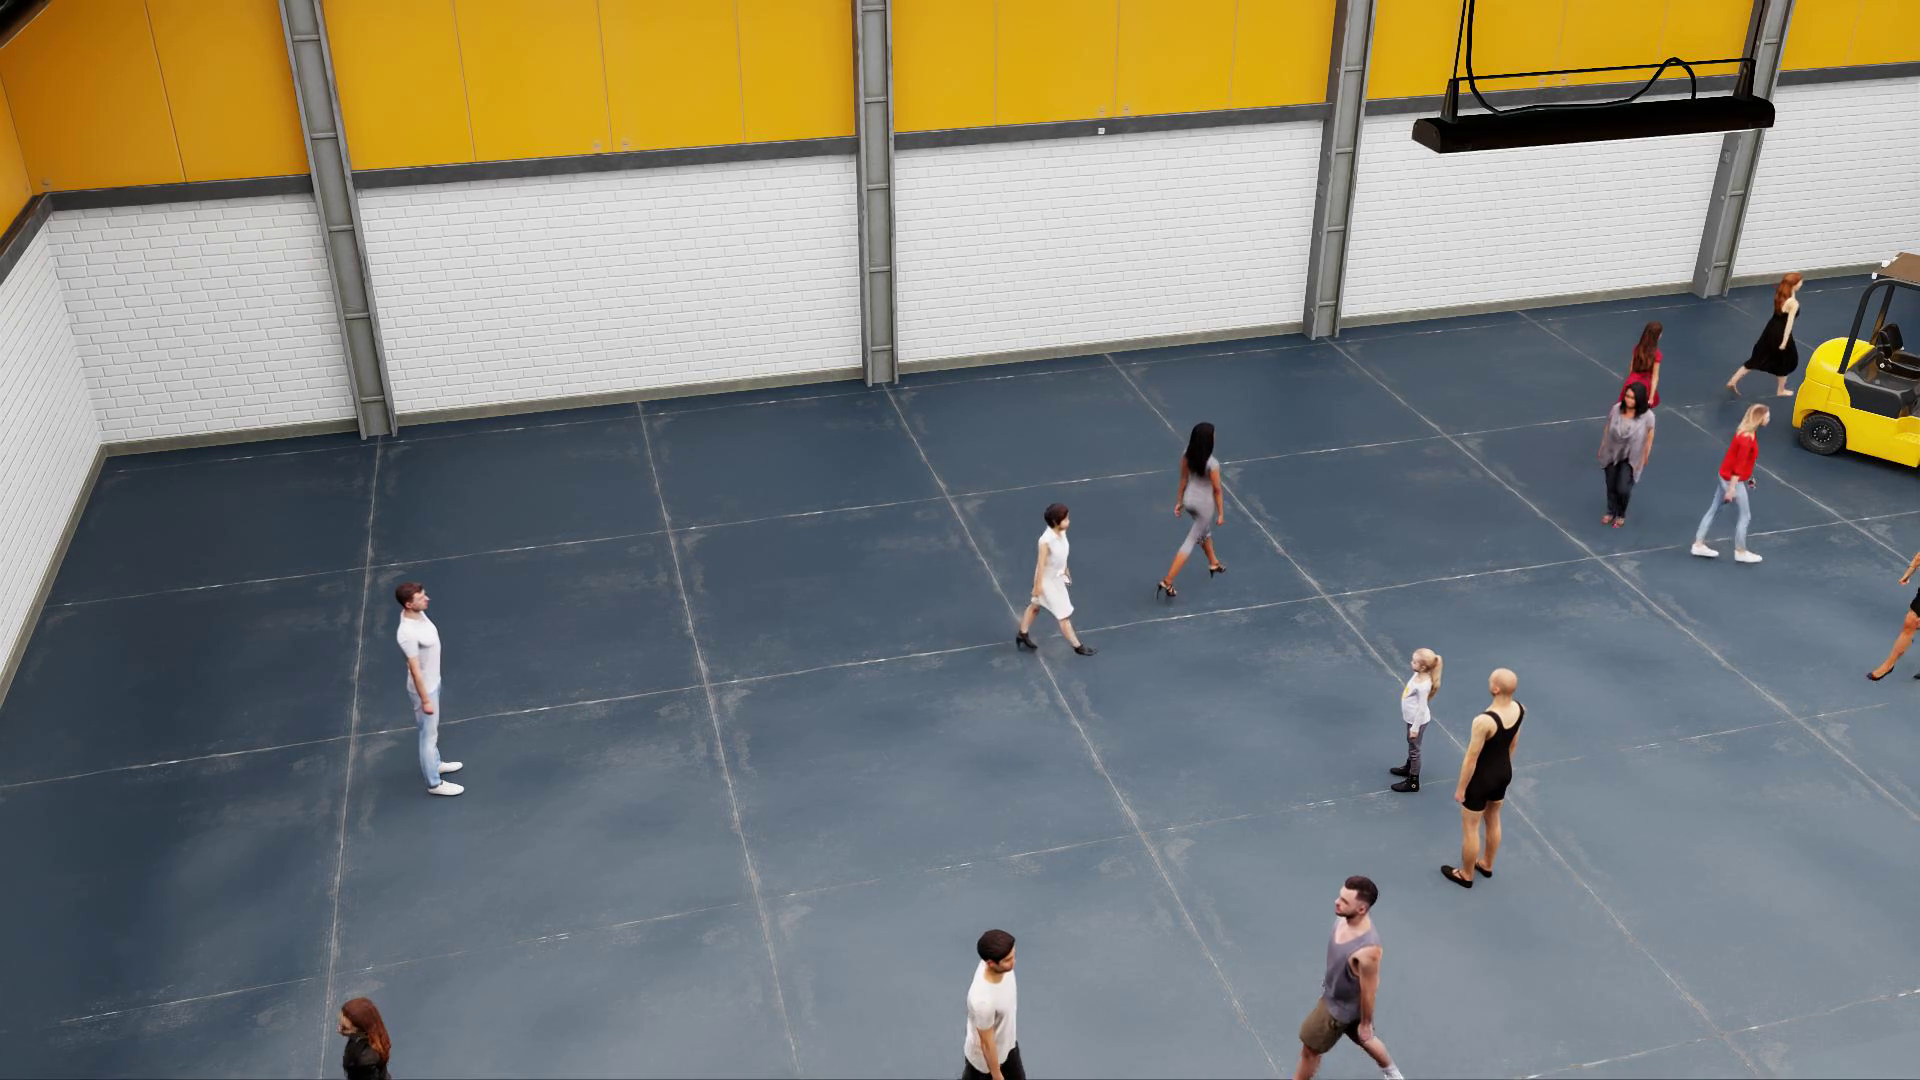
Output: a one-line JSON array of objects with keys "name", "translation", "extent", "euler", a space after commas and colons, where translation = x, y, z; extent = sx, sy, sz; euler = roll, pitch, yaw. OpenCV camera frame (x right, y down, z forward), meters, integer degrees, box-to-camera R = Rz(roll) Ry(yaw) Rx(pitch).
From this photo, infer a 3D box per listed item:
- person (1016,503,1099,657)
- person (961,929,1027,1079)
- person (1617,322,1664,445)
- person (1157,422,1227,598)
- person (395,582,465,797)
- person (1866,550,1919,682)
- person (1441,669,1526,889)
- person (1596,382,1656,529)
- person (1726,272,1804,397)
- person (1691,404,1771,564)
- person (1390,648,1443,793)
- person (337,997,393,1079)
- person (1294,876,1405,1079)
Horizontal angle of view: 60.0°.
[{"name": "person", "translation": [0.726, 0.363, 14.898], "extent": [1.074, 1.507, 0.893], "euler": [9, 30, 16]}, {"name": "person", "translation": [0.108, 2.984, 9.912], "extent": [1.176, 1.681, 1.043], "euler": [11, 30, 19]}, {"name": "person", "translation": [7.570, -1.674, 18.611], "extent": [0.882, 1.528, 0.731], "euler": [-21, 35, -33]}, {"name": "person", "translation": [2.186, -0.231, 15.762], "extent": [1.225, 1.724, 0.925], "euler": [-19, 34, -31]}, {"name": "person", "translation": [-4.228, 1.147, 13.104], "extent": [0.547, 1.850, 0.653], "euler": [-6, 29, -10]}, {"name": "person", "translation": [8.550, 0.443, 14.432], "extent": [0.969, 1.814, 0.721], "euler": [-2, 29, -4]}, {"name": "person", "translation": [3.841, 1.727, 12.078], "extent": [0.568, 1.814, 0.766], "euler": [-18, 33, -29]}, {"name": "person", "translation": [6.882, -0.905, 17.136], "extent": [0.789, 1.592, 0.747], "euler": [-25, 37, -37]}, {"name": "person", "translation": [9.701, -2.425, 19.928], "extent": [1.088, 1.586, 0.583], "euler": [-6, 29, -11]}, {"name": "person", "translation": [7.546, -0.577, 16.441], "extent": [0.990, 1.682, 0.858], "euler": [7, 29, 12]}, {"name": "person", "translation": [3.632, 1.416, 13.209], "extent": [0.598, 1.278, 0.569], "euler": [6, 29, 10]}, {"name": "person", "translation": [-3.422, 3.218, 9.693], "extent": [0.511, 1.480, 0.598], "euler": [-6, 29, -11]}, {"name": "person", "translation": [2.404, 2.757, 9.989], "extent": [1.270, 1.808, 0.851], "euler": [0, 29, -1]}]
